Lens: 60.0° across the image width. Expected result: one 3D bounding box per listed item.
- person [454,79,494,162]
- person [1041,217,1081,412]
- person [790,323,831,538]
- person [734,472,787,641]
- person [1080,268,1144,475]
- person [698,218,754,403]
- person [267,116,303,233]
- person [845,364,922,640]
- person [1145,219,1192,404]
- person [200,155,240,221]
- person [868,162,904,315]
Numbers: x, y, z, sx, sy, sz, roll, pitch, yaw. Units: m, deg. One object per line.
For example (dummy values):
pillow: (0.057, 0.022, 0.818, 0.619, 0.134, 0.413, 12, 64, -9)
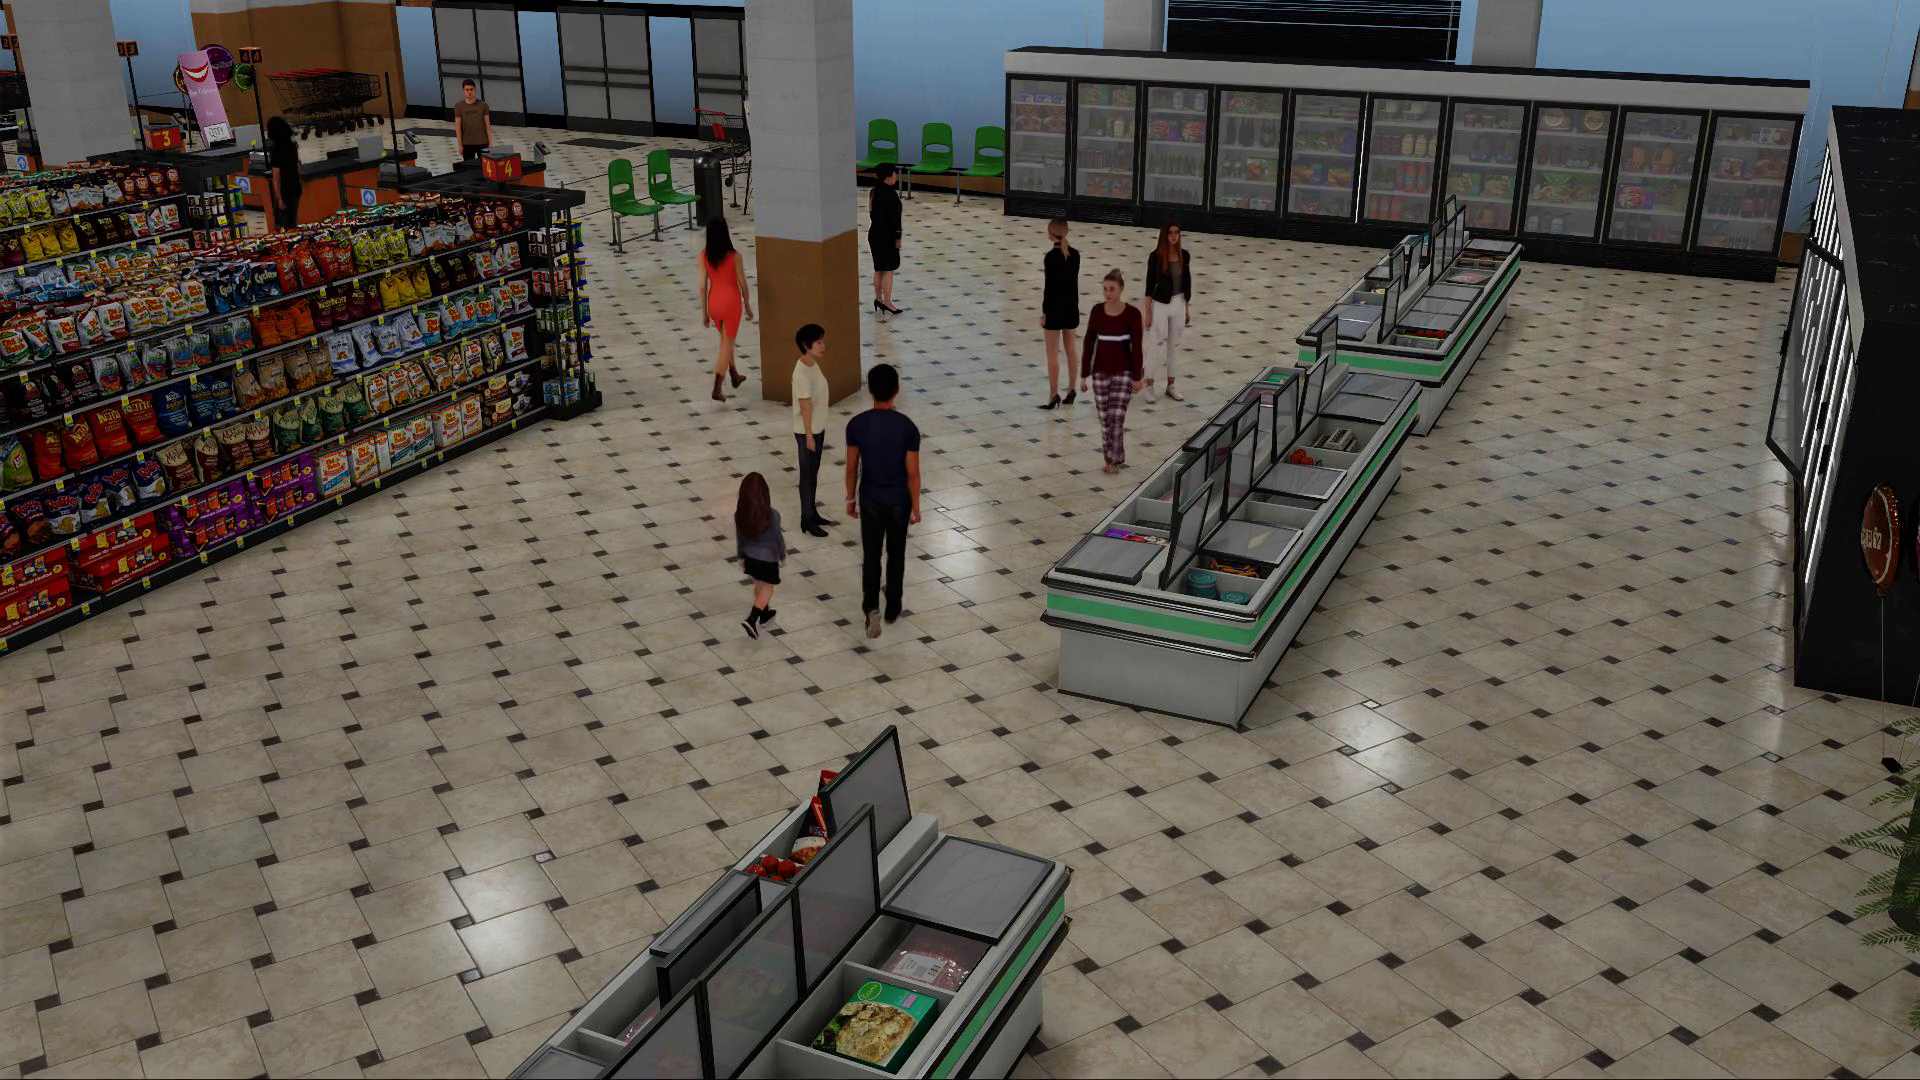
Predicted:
person: (-7.119, -5.817, 24.418, 0.728, 1.852, 0.806, -9, 24, -22)
person: (0.905, -2.069, 15.205, 0.603, 1.767, 0.720, -17, 27, -36)
person: (-1.112, -0.819, 12.343, 0.712, 1.580, 0.547, 1, 22, 3)
person: (-1.301, 0.108, 10.693, 0.487, 1.091, 0.728, 9, 23, 20)
person: (1.277, -1.374, 13.584, 0.631, 1.685, 0.633, 10, 24, 23)
person: (-2.186, -2.082, 15.355, 0.736, 1.678, 1.183, 5, 22, 13)
person: (-8.380, -4.374, 20.874, 0.737, 1.816, 0.792, 8, 23, 18)
person: (-0.497, -0.207, 10.568, 0.890, 1.767, 1.102, 1, 22, 3)
person: (1.929, -2.137, 15.458, 0.679, 1.703, 0.728, -7, 23, -16)
person: (-8.482, -3.572, 19.111, 0.879, 1.643, 0.972, -18, 28, -37)
person: (-0.835, -3.365, 18.558, 0.833, 1.671, 0.810, -12, 25, -28)
